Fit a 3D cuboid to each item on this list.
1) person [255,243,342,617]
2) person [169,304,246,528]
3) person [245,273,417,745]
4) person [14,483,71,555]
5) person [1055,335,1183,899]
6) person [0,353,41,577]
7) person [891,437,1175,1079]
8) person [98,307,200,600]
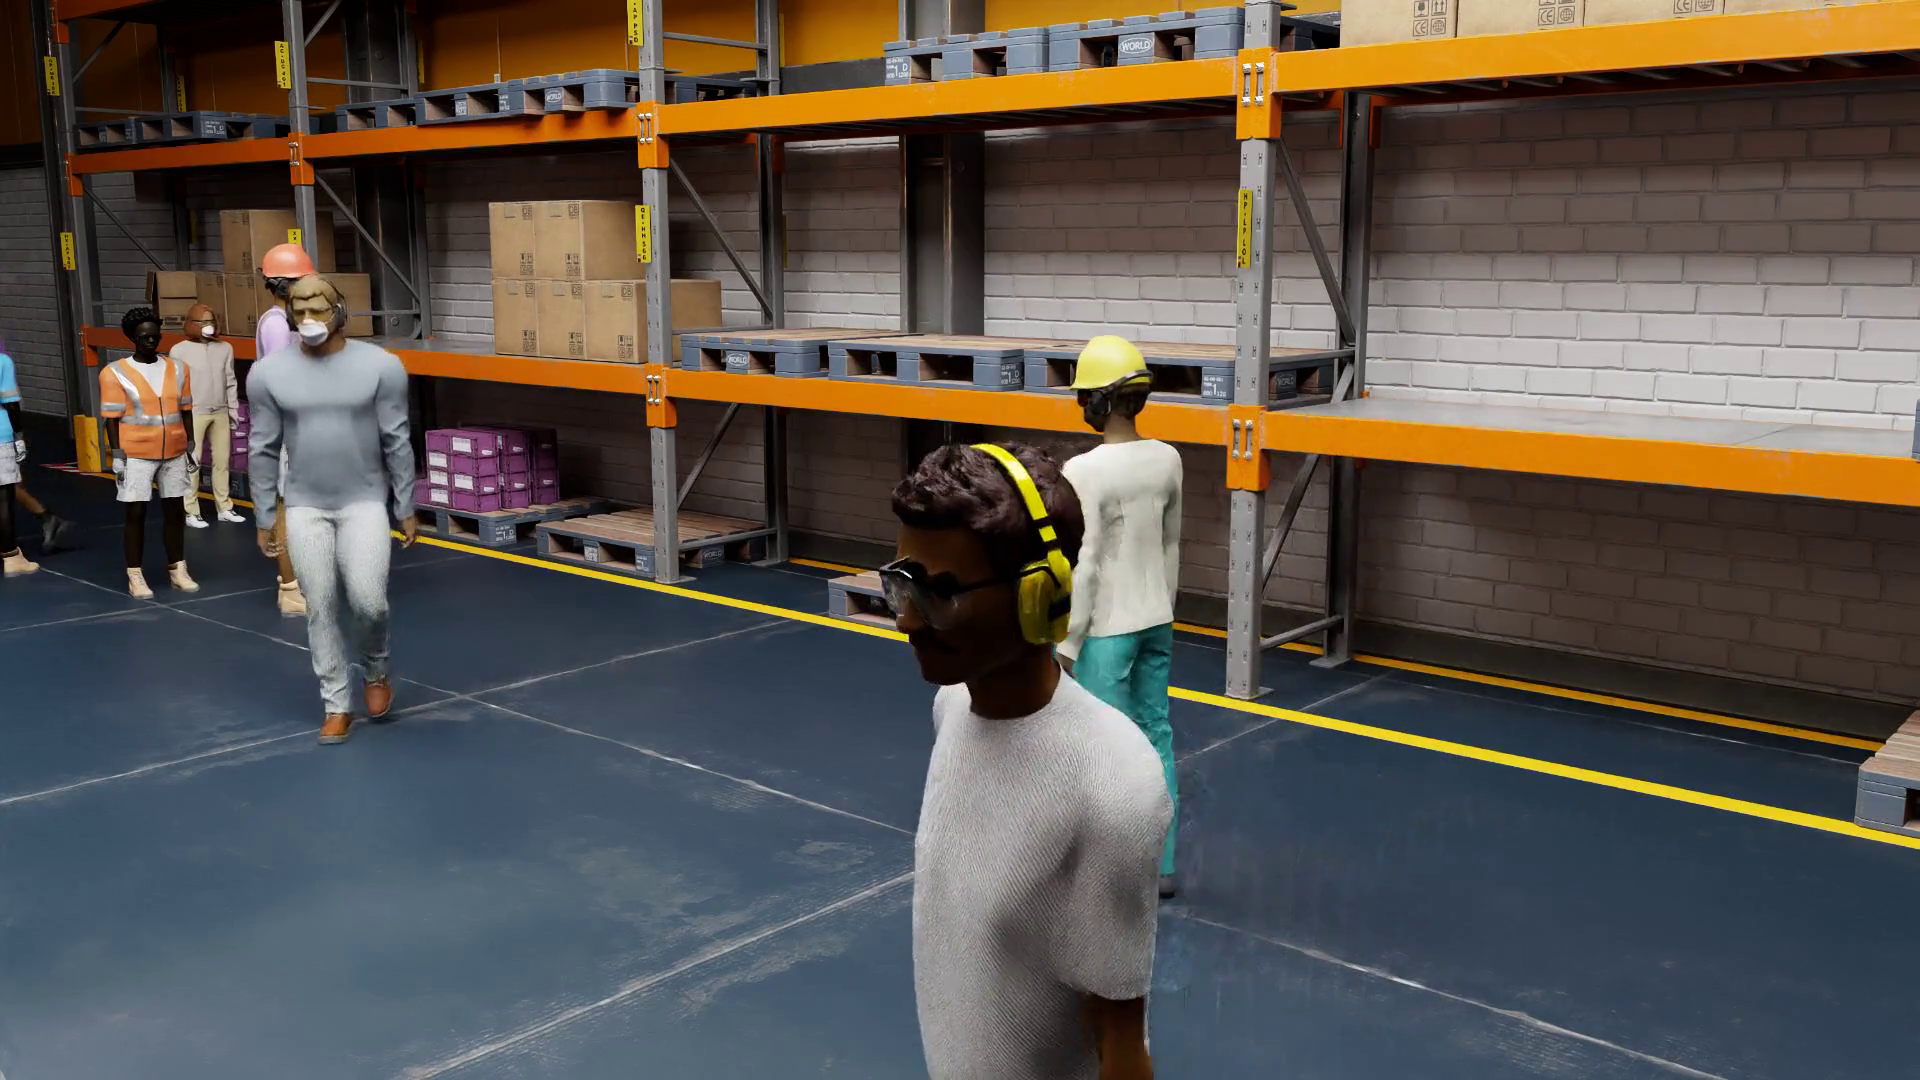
[{"bbox_3d":[-3.666,-0.600,9.187,0.388,2.045,0.605,-4,11,-20],"label":"person"},{"bbox_3d":[-5.487,-0.904,12.120,0.285,1.626,0.495,6,12,32],"label":"person"},{"bbox_3d":[-2.561,-0.119,6.793,0.647,1.920,0.450,-2,10,-9],"label":"person"},{"bbox_3d":[-6.221,-0.774,10.608,0.557,1.904,0.908,9,13,40],"label":"person"},{"bbox_3d":[0.462,0.267,5.048,0.330,1.765,0.533,9,14,43],"label":"person"},{"bbox_3d":[-6.003,-0.610,10.231,0.542,1.695,0.316,1,10,5],"label":"person"},{"bbox_3d":[0.124,0.766,2.092,0.980,1.817,0.534,-6,11,-29],"label":"person"},{"bbox_3d":[-4.681,-0.499,9.637,0.322,1.690,0.536,8,13,37],"label":"person"}]
